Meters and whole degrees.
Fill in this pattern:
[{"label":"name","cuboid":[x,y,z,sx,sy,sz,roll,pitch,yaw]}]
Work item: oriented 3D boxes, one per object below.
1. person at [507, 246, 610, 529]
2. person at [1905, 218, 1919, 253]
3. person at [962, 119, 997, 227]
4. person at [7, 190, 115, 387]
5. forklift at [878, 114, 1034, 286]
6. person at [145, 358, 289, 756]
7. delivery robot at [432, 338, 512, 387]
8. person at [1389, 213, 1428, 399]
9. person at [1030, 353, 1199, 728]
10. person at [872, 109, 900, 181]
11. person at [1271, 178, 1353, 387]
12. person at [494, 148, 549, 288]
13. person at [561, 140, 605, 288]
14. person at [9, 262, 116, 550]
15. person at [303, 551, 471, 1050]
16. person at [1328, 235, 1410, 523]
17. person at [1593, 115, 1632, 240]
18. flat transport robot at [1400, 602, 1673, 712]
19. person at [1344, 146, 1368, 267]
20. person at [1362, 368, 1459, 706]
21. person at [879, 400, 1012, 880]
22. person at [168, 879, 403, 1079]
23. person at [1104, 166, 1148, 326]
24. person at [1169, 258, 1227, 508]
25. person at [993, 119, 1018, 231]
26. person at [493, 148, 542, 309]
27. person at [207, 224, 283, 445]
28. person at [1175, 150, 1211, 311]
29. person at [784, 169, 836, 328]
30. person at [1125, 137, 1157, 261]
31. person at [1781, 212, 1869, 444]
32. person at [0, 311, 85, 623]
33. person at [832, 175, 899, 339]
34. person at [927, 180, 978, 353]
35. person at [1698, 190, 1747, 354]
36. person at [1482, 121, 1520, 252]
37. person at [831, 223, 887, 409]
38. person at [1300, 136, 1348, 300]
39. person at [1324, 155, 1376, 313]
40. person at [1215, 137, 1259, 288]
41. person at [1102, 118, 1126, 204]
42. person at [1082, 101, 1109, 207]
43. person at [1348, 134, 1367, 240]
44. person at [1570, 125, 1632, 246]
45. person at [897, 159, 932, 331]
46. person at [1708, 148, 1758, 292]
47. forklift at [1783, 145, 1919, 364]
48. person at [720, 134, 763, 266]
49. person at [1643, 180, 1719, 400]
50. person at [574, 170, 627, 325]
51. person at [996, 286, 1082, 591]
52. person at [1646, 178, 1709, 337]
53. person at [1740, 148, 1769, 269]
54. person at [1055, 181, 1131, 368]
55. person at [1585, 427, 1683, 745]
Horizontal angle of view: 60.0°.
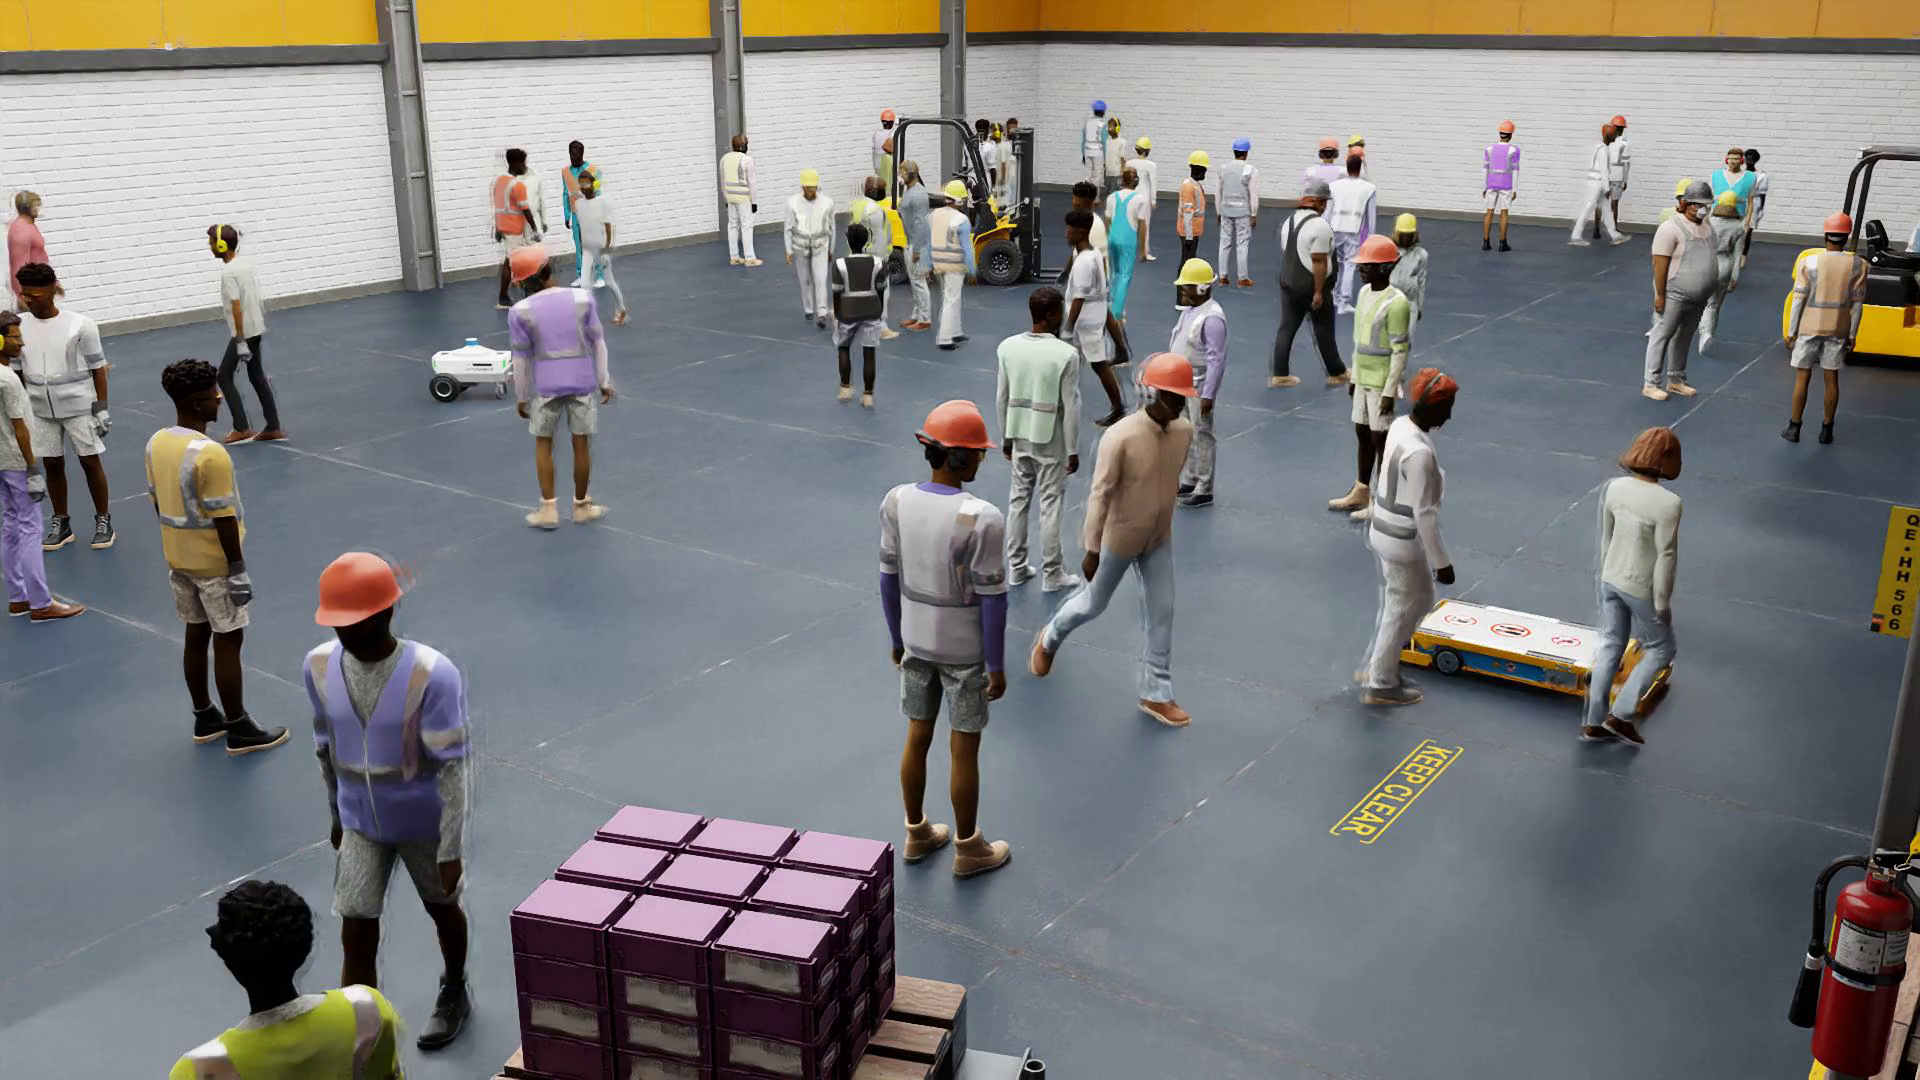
[{"label":"person","cuboid":[-2.800,-1.050,11.644,0.694,1.990,0.444,-5,18,-15]},{"label":"person","cuboid":[10.541,-2.974,18.232,0.377,1.623,0.527,8,20,25]},{"label":"person","cuboid":[0.312,-5.380,25.206,0.609,1.965,0.369,13,22,35]},{"label":"person","cuboid":[-8.843,-2.420,16.063,0.990,1.886,0.645,-9,20,-26]},{"label":"forklift","cuboid":[-0.171,-4.594,22.377,2.313,2.155,1.214,1,18,3]},{"label":"person","cuboid":[-3.666,0.086,8.109,0.609,1.965,0.369,13,22,35]},{"label":"delivery robot","cuboid":[-4.586,-1.657,15.690,0.707,0.478,0.477,0,18,-1]},{"label":"person","cuboid":[4.158,-2.248,15.789,0.496,1.722,0.650,1,18,4]},{"label":"person","cuboid":[0.822,-0.060,8.621,0.645,1.944,0.984,-12,21,-32]},{"label":"person","cuboid":[-1.216,-6.217,27.869,0.547,1.937,0.379,13,22,35]},{"label":"person","cuboid":[3.457,-2.497,16.067,0.950,2.000,0.684,-8,19,-24]},{"label":"person","cuboid":[-5.657,-4.130,21.509,0.691,1.859,1.015,-8,20,-24]},{"label":"person","cuboid":[-4.940,-4.284,21.882,0.585,1.909,0.392,6,19,18]},{"label":"person","cuboid":[-6.034,-0.891,11.167,0.612,1.962,0.363,-2,18,-6]},{"label":"person","cuboid":[-1.903,0.968,5.461,0.574,1.891,0.949,2,18,7]},{"label":"person","cuboid":[2.917,-1.135,11.802,0.397,2.043,0.609,-4,18,-13]},{"label":"person","cuboid":[10.335,-5.745,26.404,0.547,1.930,0.382,13,22,35]},{"label":"flat transport robot","cuboid":[3.130,0.604,9.227,1.431,0.197,0.652,12,21,33]},{"label":"person","cuboid":[5.627,-4.725,23.576,0.445,1.705,0.661,5,18,15]},{"label":"person","cuboid":[2.317,0.016,8.507,0.440,1.858,0.633,3,18,9]},{"label":"person","cuboid":[-0.044,0.421,6.948,0.609,2.036,0.402,13,22,35]},{"label":"person","cuboid":[-1.555,1.575,3.908,0.499,1.675,0.571,16,23,40]},{"label":"person","cuboid":[1.926,-3.409,19.320,0.510,1.807,0.742,11,21,32]},{"label":"person","cuboid":[1.723,-1.147,12.186,0.404,1.827,0.600,-3,18,-10]},{"label":"person","cuboid":[0.822,-5.731,26.449,0.607,1.866,0.987,-3,18,-8]},{"label":"person","cuboid":[-5.373,-3.820,20.382,0.859,1.924,0.617,-13,22,-35]},{"label":"person","cuboid":[-6.077,-1.708,13.911,0.619,1.849,0.543,-1,18,-2]},{"label":"person","cuboid":[2.820,-3.736,20.129,0.382,1.923,0.593,5,18,14]},{"label":"person","cuboid":[-1.720,-3.338,19.098,0.590,1.783,0.926,-1,18,-4]},{"label":"person","cuboid":[2.629,-4.954,24.195,0.526,1.768,0.331,13,22,35]},{"label":"person","cuboid":[7.249,-1.776,13.982,0.551,1.933,0.376,5,18,16]},{"label":"person","cuboid":[-5.608,-0.430,9.893,0.513,1.863,0.329,13,22,35]},{"label":"person","cuboid":[-1.017,-3.095,18.310,0.629,1.818,0.637,-7,19,-21]},{"label":"person","cuboid":[-0.006,-2.926,17.784,0.722,1.804,0.631,-15,23,-38]},{"label":"person","cuboid":[8.036,-2.836,17.661,0.521,1.712,0.779,3,18,10]},{"label":"person","cuboid":[8.164,-5.341,25.129,0.547,1.937,0.379,13,22,35]},{"label":"person","cuboid":[-0.930,-2.058,15.259,0.534,1.679,0.560,-4,18,-13]},{"label":"person","cuboid":[4.583,-4.028,20.878,0.612,2.028,0.417,6,19,18]},{"label":"person","cuboid":[4.727,-3.713,20.203,0.611,1.857,0.854,7,19,20]},{"label":"person","cuboid":[3.633,-4.293,21.834,0.606,1.947,0.406,13,22,35]},{"label":"person","cuboid":[2.539,-5.956,27.208,0.695,1.845,0.547,-11,21,-32]},{"label":"person","cuboid":[2.486,-7.106,30.715,0.490,1.937,0.668,-16,24,-40]},{"label":"person","cuboid":[5.970,-5.165,24.898,0.396,1.746,0.697,2,18,8]},{"label":"person","cuboid":[9.951,-5.443,25.610,0.960,1.834,0.600,7,19,20]},{"label":"person","cuboid":[-0.510,-3.349,18.919,0.398,1.929,0.652,-4,18,-12]},{"label":"person","cuboid":[9.936,-4.141,21.523,0.569,1.843,0.374,10,20,29]},{"label":"forklift","cuboid":[9.803,-2.879,17.013,2.313,2.155,1.214,12,21,33]},{"label":"person","cuboid":[-3.117,-4.838,23.713,0.624,1.844,0.430,13,22,35]},{"label":"person","cuboid":[6.796,-2.330,15.544,0.684,2.000,0.535,-9,20,-25]},{"label":"person","cuboid":[-4.124,-3.291,18.915,0.519,1.829,0.998,5,18,16]},{"label":"person","cuboid":[0.487,-0.622,10.409,0.590,1.913,0.393,13,22,35]},{"label":"person","cuboid":[7.948,-3.105,18.414,0.533,1.767,0.326,11,21,32]},{"label":"person","cuboid":[11.043,-4.651,23.391,0.532,1.684,0.361,11,21,32]},{"label":"person","cuboid":[1.278,-2.649,16.761,1.035,1.906,0.611,1,18,2]},{"label":"person","cuboid":[3.321,0.243,8.160,0.386,1.614,0.527,-5,19,-16]}]
